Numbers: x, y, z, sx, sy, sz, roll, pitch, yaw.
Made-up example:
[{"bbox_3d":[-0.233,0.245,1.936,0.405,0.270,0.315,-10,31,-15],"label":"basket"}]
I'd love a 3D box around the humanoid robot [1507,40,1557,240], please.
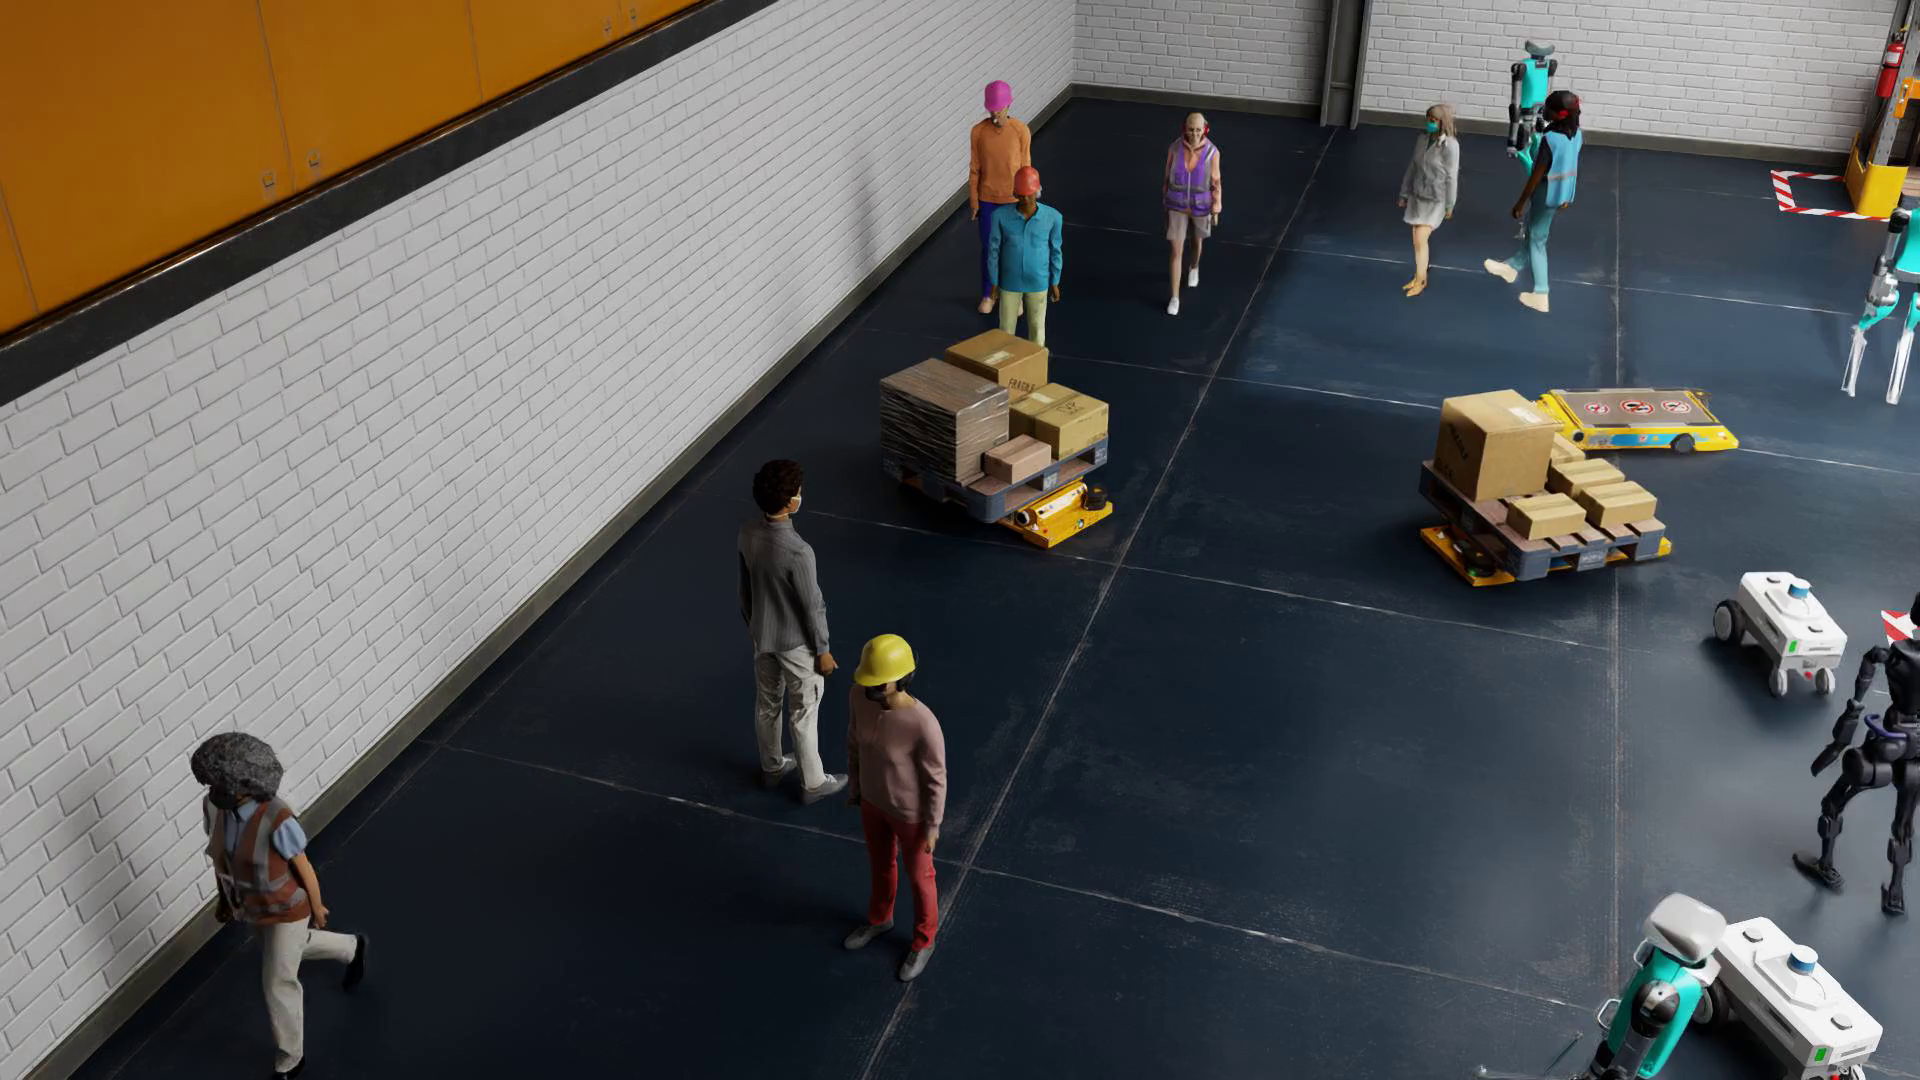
[{"bbox_3d":[5.427,-3.665,15.428,0.542,1.796,0.808,-18,35,-28],"label":"humanoid robot"}]

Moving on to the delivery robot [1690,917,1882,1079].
[{"bbox_3d":[3.481,1.953,7.007,0.499,0.581,0.774,-9,32,-15],"label":"delivery robot"}]

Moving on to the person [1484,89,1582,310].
[{"bbox_3d":[4.822,-2.913,14.044,0.588,1.828,0.794,-26,39,-37],"label":"person"}]

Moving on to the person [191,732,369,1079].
[{"bbox_3d":[-2.784,1.430,6.816,0.439,1.658,0.750,14,33,22],"label":"person"}]

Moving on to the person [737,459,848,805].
[{"bbox_3d":[-0.865,0.476,8.211,0.531,1.898,0.395,20,36,30],"label":"person"}]

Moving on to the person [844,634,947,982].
[{"bbox_3d":[-0.290,1.150,7.191,0.524,1.768,0.326,24,38,35],"label":"person"}]

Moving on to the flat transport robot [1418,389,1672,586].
[{"bbox_3d":[3.760,-0.033,10.682,1.431,0.231,0.659,-9,32,-14],"label":"flat transport robot"}]

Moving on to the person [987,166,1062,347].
[{"bbox_3d":[0.484,-1.953,12.481,0.562,1.752,0.325,1,30,1],"label":"person"}]

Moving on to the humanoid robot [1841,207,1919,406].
[{"bbox_3d":[6.970,-1.824,12.282,0.530,1.771,0.759,11,32,19],"label":"humanoid robot"}]

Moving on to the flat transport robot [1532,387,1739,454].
[{"bbox_3d":[4.828,-0.865,12.096,1.431,0.231,0.659,-1,30,-2],"label":"flat transport robot"}]

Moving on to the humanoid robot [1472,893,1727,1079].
[{"bbox_3d":[2.155,1.917,5.953,0.794,1.801,0.560,22,37,33],"label":"humanoid robot"}]

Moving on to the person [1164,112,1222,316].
[{"bbox_3d":[1.965,-2.823,14.063,0.496,1.653,0.880,5,31,9],"label":"person"}]

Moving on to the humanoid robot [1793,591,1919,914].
[{"bbox_3d":[4.261,0.947,7.626,0.601,1.646,0.368,-2,30,-3],"label":"humanoid robot"}]

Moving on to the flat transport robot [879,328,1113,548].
[{"bbox_3d":[0.275,-0.375,11.264,1.431,0.231,0.659,26,39,37],"label":"flat transport robot"}]

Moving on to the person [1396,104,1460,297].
[{"bbox_3d":[3.937,-2.873,14.152,0.517,1.642,0.516,-16,34,-25],"label":"person"}]

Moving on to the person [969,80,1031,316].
[{"bbox_3d":[0.325,-2.818,13.748,0.518,1.972,0.404,4,31,7],"label":"person"}]

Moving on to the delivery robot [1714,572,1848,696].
[{"bbox_3d":[4.723,0.488,9.493,0.499,0.575,0.759,-1,30,-1],"label":"delivery robot"}]
